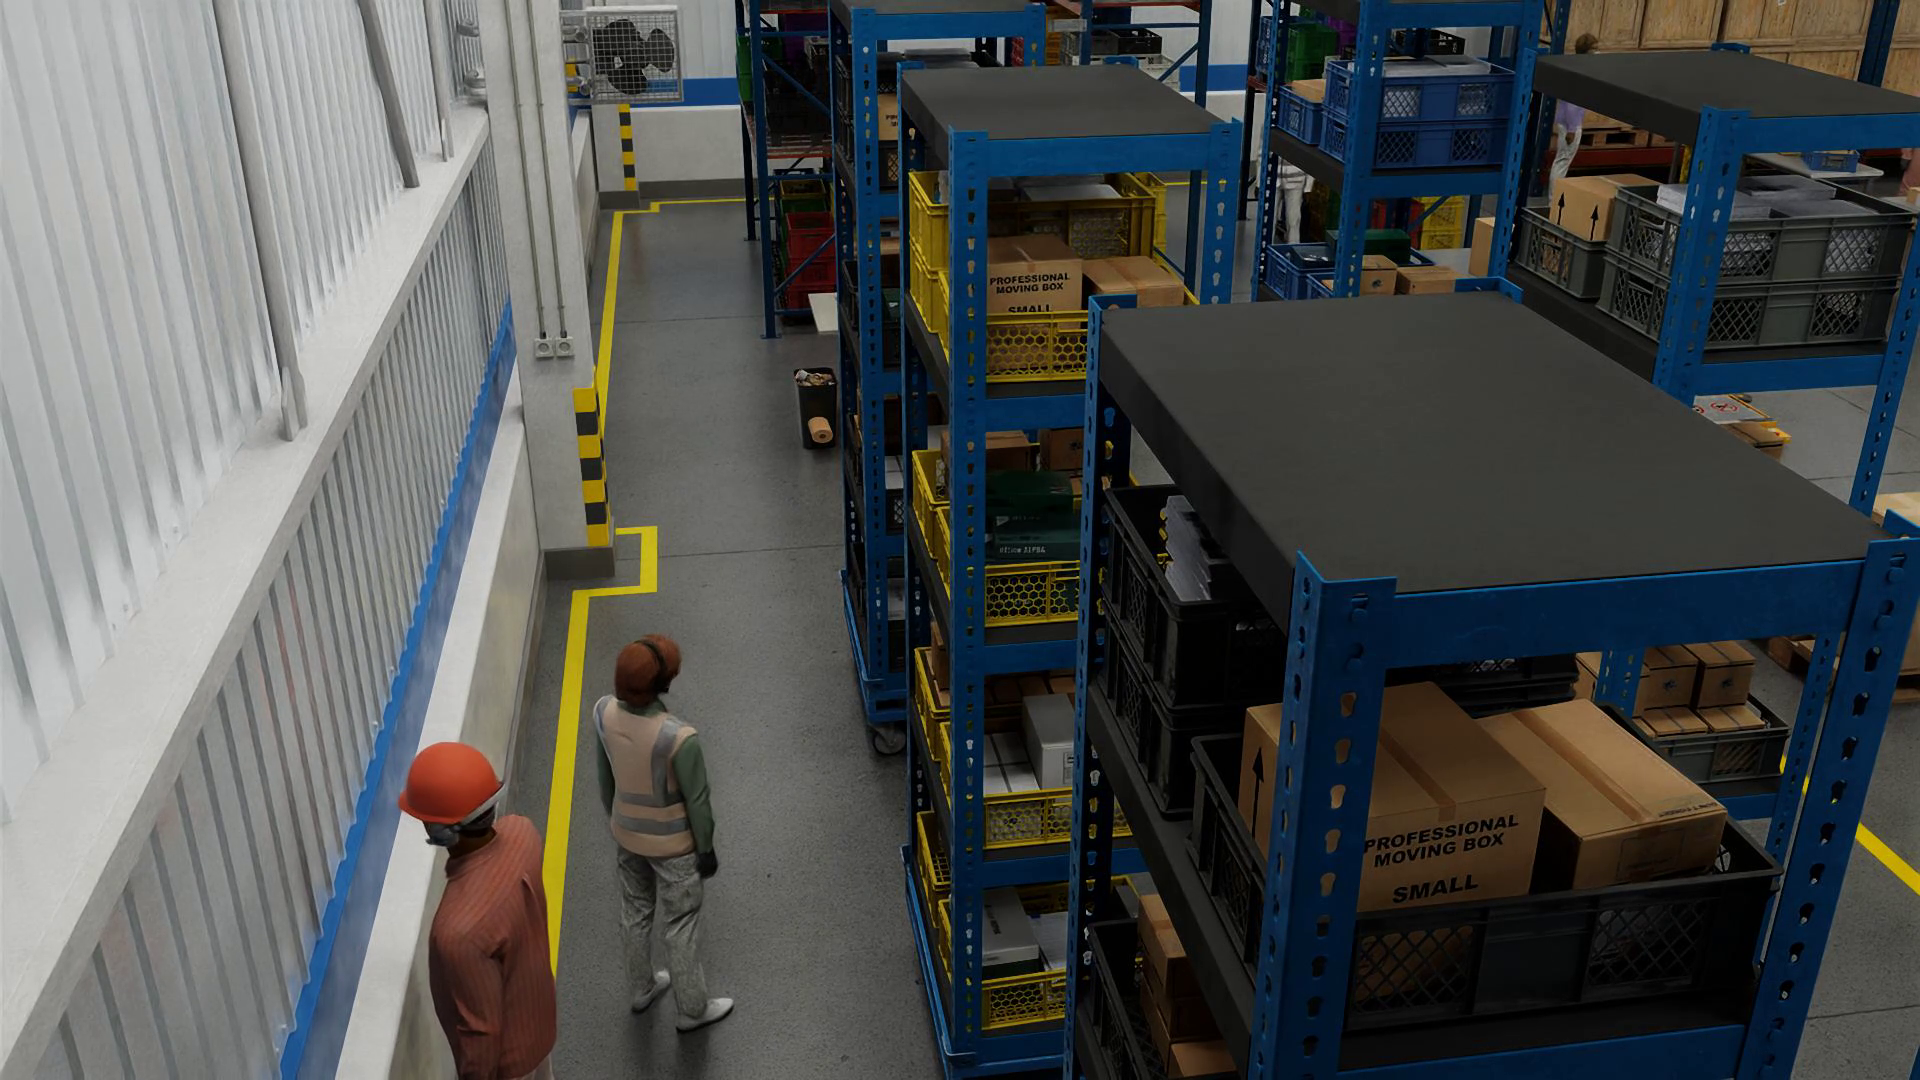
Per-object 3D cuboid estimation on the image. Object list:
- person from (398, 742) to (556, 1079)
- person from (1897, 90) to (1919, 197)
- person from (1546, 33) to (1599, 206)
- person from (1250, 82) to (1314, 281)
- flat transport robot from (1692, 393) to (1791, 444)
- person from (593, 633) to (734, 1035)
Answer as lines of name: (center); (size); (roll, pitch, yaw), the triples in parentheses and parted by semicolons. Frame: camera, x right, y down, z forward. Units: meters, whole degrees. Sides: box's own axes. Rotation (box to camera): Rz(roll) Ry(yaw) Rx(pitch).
person: (-1.393, 1.479, 5.006); (0.388, 1.990, 0.624); (1, 25, 3)
person: (9.817, -3.883, 16.765); (0.645, 1.908, 0.408); (0, 25, 1)
person: (6.667, -4.523, 18.117); (0.358, 1.937, 0.636); (9, 26, 19)
person: (3.040, -3.338, 15.608); (0.575, 1.882, 0.355); (11, 27, 22)
flat transport robot: (5.224, -0.859, 12.132); (1.431, 0.197, 0.652); (-4, 25, -8)
person: (-1.126, 1.110, 6.228); (0.522, 1.636, 0.310); (15, 29, 30)
